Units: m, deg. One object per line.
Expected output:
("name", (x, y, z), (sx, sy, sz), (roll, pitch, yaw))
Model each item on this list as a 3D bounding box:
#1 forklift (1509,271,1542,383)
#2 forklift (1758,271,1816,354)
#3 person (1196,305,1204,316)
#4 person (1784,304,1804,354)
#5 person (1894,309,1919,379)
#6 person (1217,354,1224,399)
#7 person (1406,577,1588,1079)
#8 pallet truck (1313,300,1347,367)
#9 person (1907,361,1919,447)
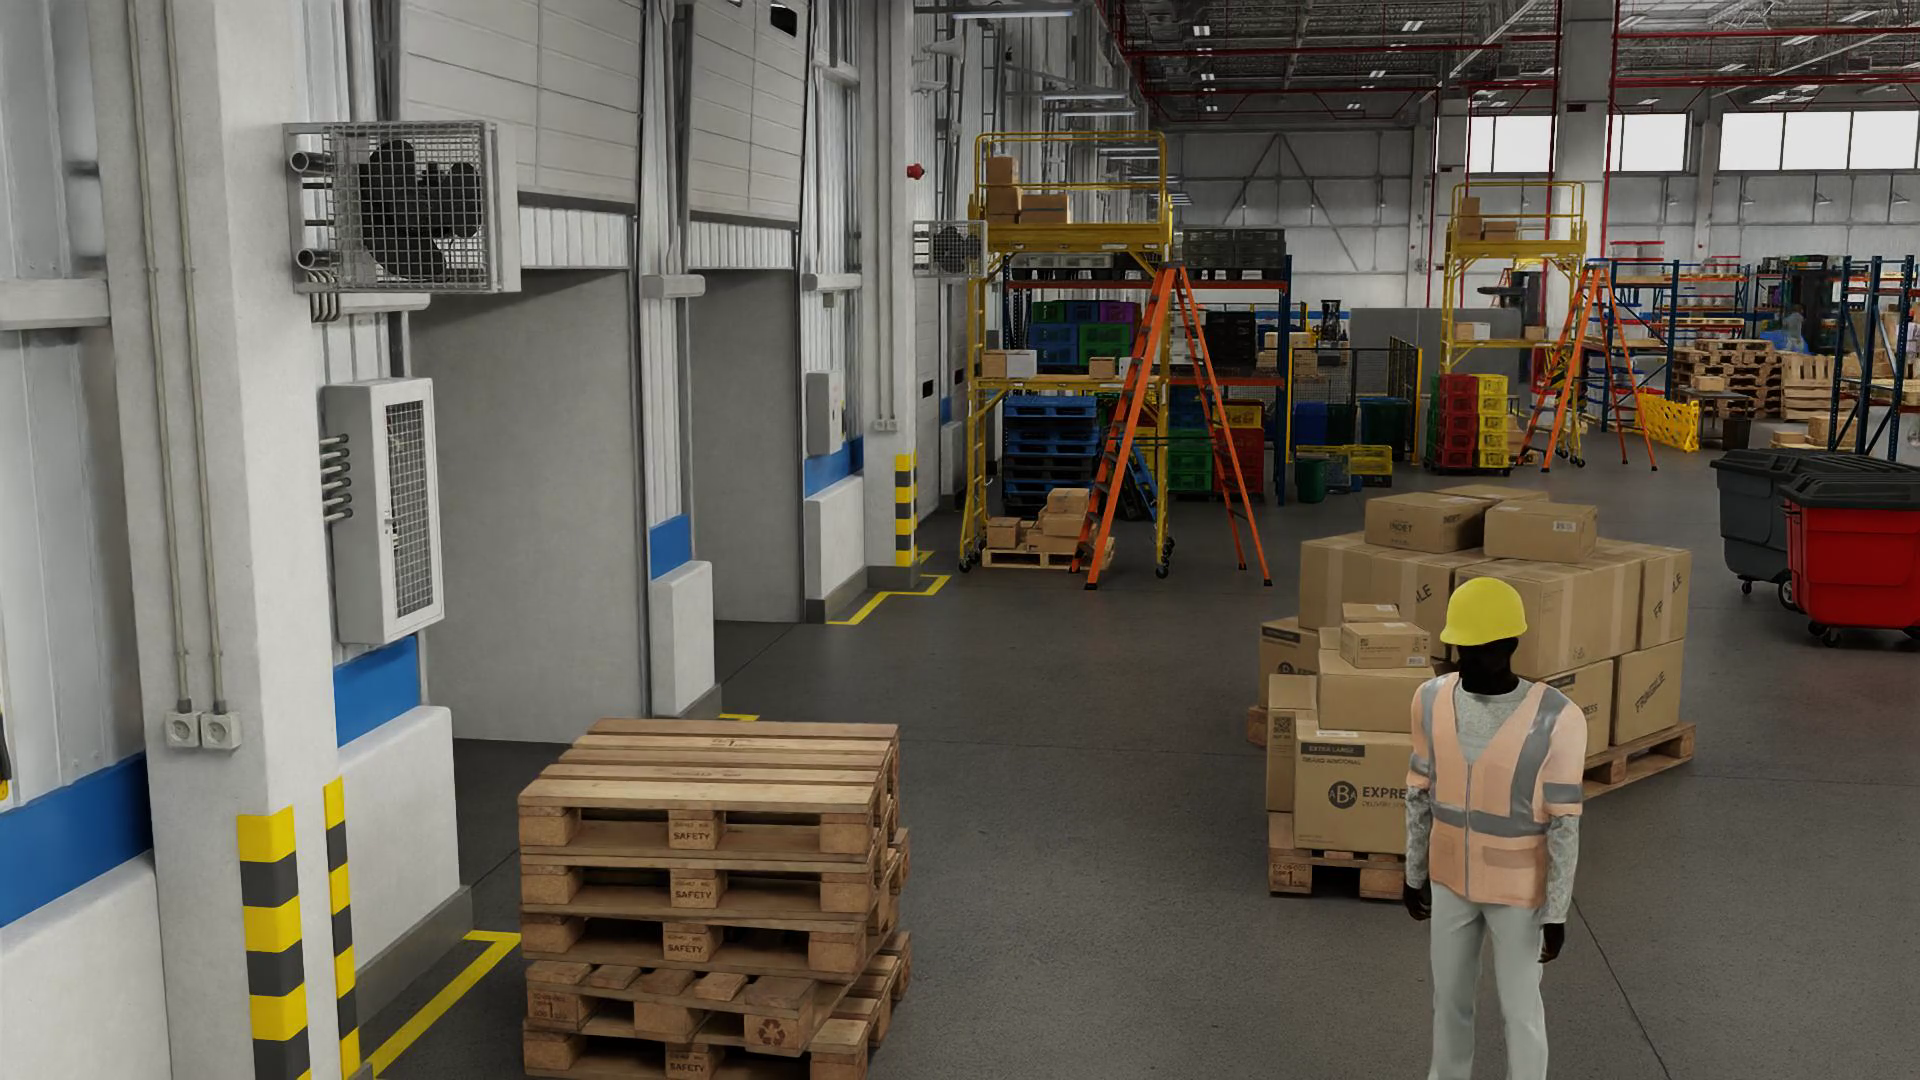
("forklift", (14.092, -5.322, 41.590), (1.873, 2.768, 1.129), (-2, 9, -11))
("forklift", (24.173, -6.349, 47.920), (1.873, 2.768, 1.129), (0, 9, 2))
("person", (6.388, -5.333, 44.594), (0.544, 1.929, 0.386), (-7, 12, -38))
("person", (23.627, -5.694, 46.873), (0.952, 1.901, 0.648), (-1, 9, -5))
("person", (22.558, -4.533, 39.609), (0.548, 1.942, 0.348), (7, 12, 37))
("person", (5.553, -3.614, 34.901), (0.315, 1.634, 0.517), (-3, 10, -17))
("person", (1.637, 1.058, 5.201), (0.394, 1.921, 0.584), (-9, 13, -44))
("pallet truck", (11.159, -6.200, 49.718), (0.823, 1.965, 1.885), (4, 10, 26))
("person", (15.601, -2.351, 26.837), (0.489, 1.722, 0.403), (-4, 10, -23))
